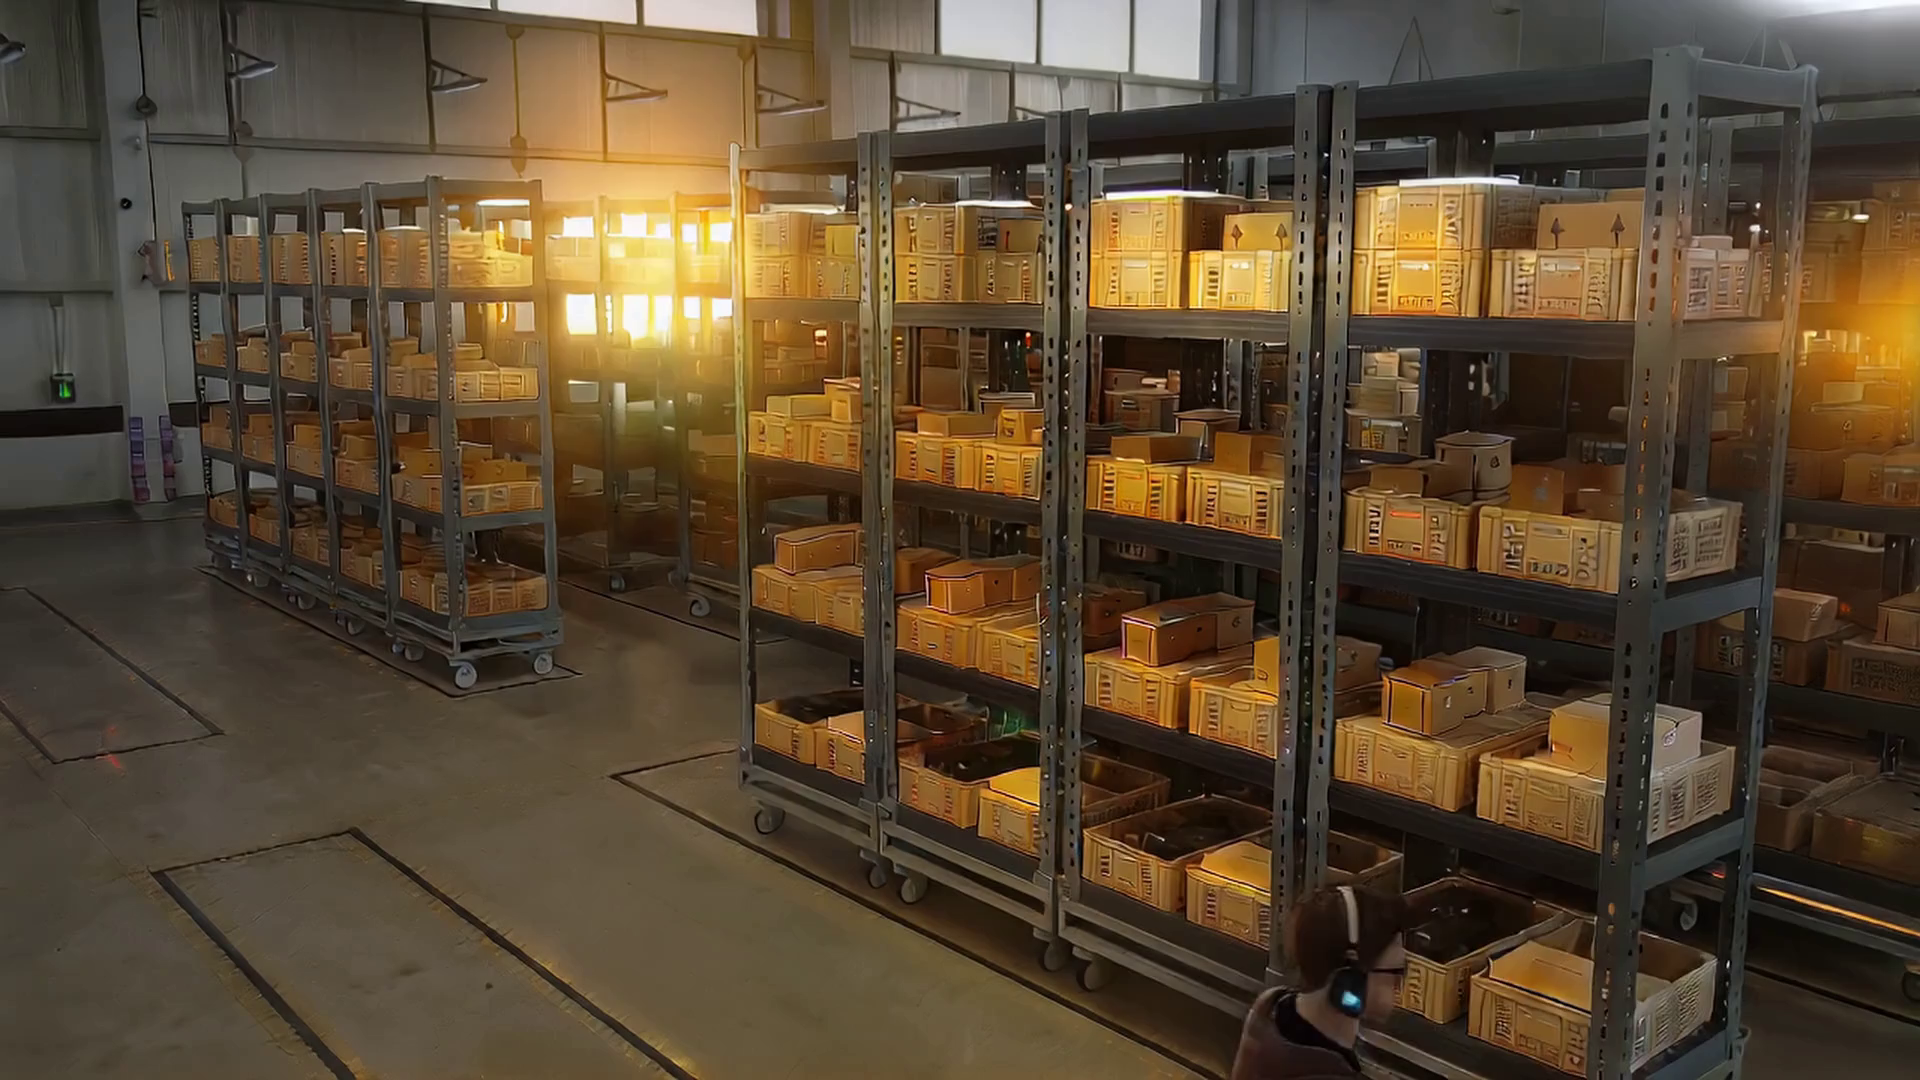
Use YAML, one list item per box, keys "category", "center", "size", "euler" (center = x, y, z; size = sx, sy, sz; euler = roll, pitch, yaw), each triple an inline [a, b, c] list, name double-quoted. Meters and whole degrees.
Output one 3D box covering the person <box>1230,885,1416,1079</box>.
- category: "person"
  center: [0.829, 1.569, 3.356]
  size: [0.906, 1.805, 0.588]
  euler: [0, 9, 1]
